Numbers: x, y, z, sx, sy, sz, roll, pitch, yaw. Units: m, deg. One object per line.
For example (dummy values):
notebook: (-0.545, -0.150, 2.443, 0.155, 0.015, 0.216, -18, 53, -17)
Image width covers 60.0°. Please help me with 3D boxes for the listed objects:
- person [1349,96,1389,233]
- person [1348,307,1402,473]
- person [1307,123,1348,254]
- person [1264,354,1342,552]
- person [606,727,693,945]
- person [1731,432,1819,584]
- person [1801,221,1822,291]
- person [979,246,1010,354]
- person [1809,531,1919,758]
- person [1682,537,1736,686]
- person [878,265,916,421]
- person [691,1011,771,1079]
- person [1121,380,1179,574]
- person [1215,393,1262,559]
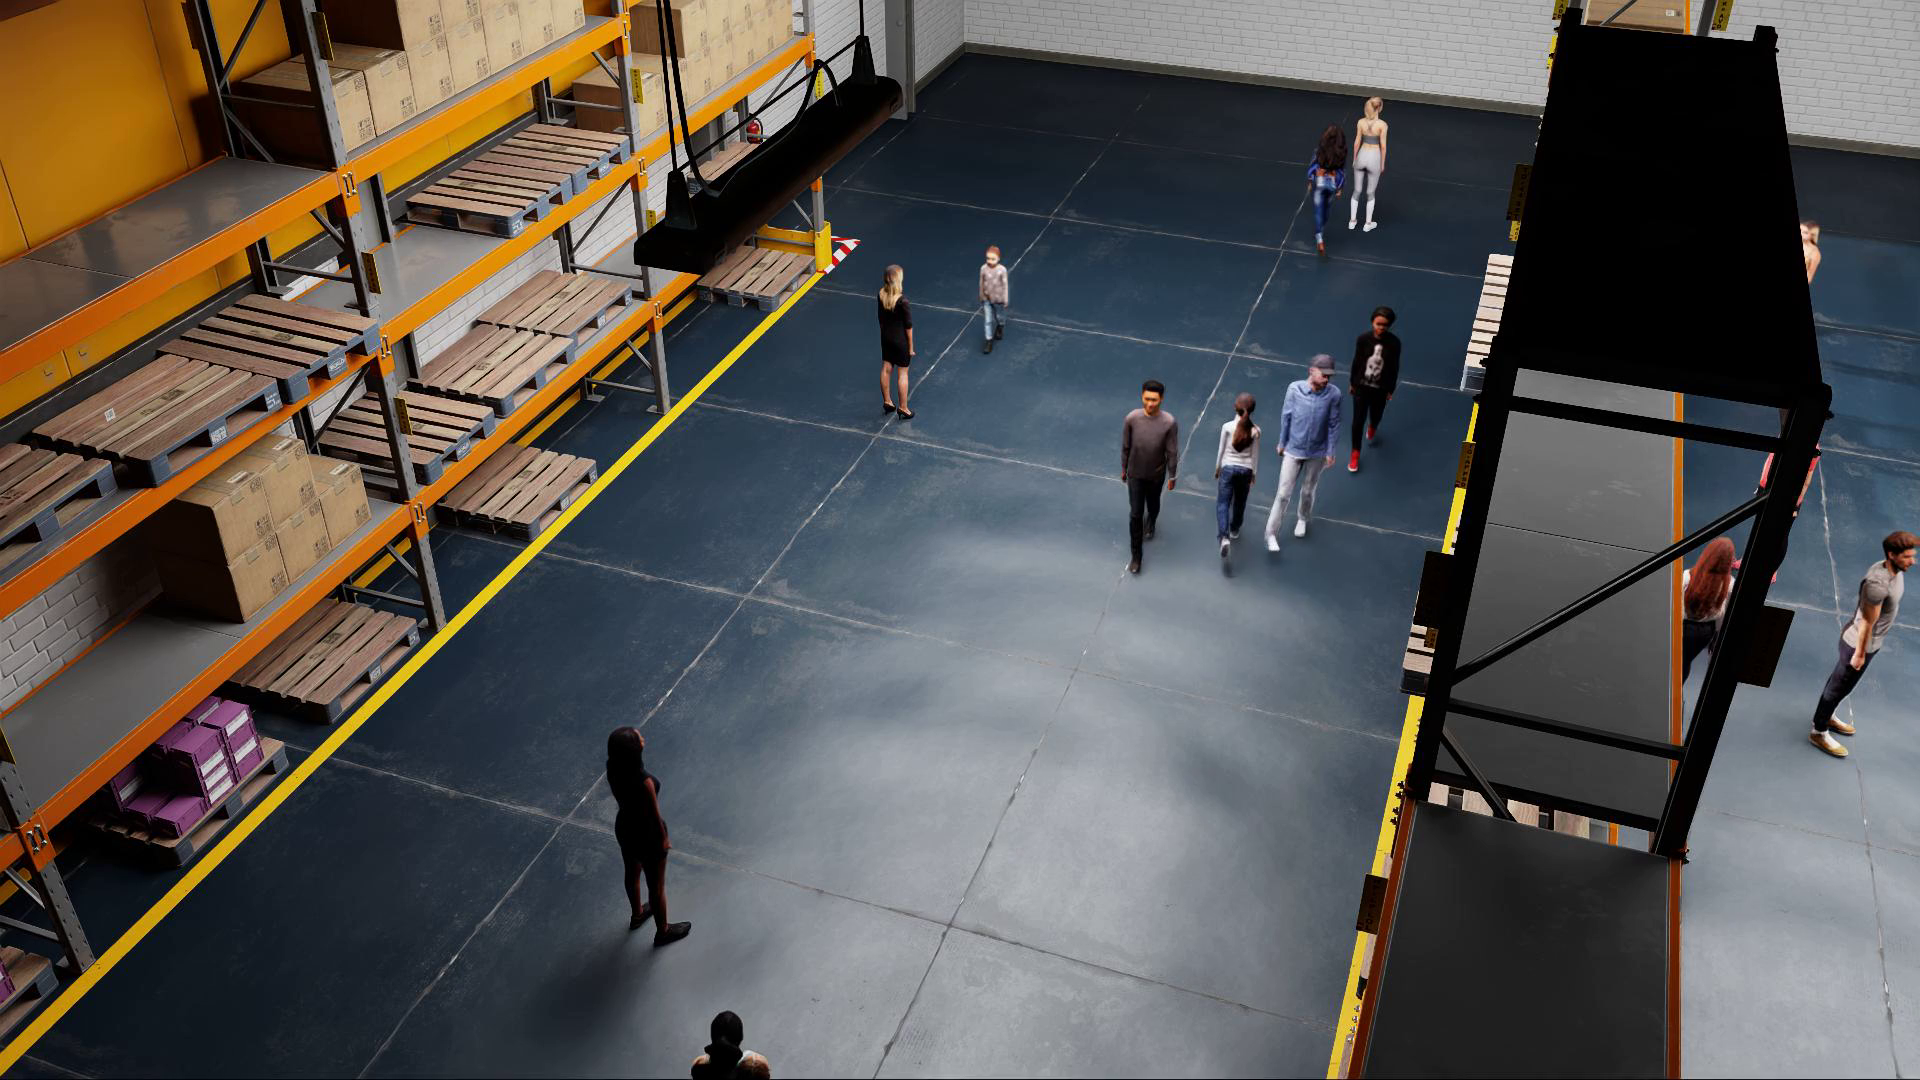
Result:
person: (5.111, -4.717, 20.836, 0.597, 1.707, 0.562, 18, 38, 25)
person: (3.991, -1.523, 16.076, 0.617, 1.656, 0.990, 10, 35, 15)
person: (4.449, -4.269, 20.265, 0.825, 1.591, 1.105, 1, 34, 1)
person: (3.125, -0.838, 14.871, 0.843, 1.849, 1.037, 9, 35, 14)
person: (-2.080, 1.907, 10.839, 0.663, 1.741, 0.642, 26, 41, 33)
person: (7.079, -0.384, 14.328, 0.737, 1.693, 0.661, -11, 35, -17)
person: (8.921, -2.662, 17.820, 0.704, 1.623, 0.637, -13, 36, -19)
person: (0.378, -2.679, 18.243, 0.542, 1.183, 0.812, 7, 34, 11)
person: (6.761, 0.736, 12.462, 0.765, 1.894, 0.609, 23, 40, 30)
person: (5.504, 0.789, 12.533, 0.725, 1.727, 1.132, 6, 34, 9)
person: (-0.653, -1.997, 16.771, 0.601, 1.677, 0.567, 25, 41, 32)
person: (-1.189, 3.161, 8.916, 0.740, 1.780, 0.833, -2, 34, -3)
person: (1.672, -0.629, 14.654, 0.753, 1.740, 1.128, 8, 34, 12)
person: (2.446, -0.562, 14.740, 0.657, 1.534, 1.029, 4, 34, 6)
